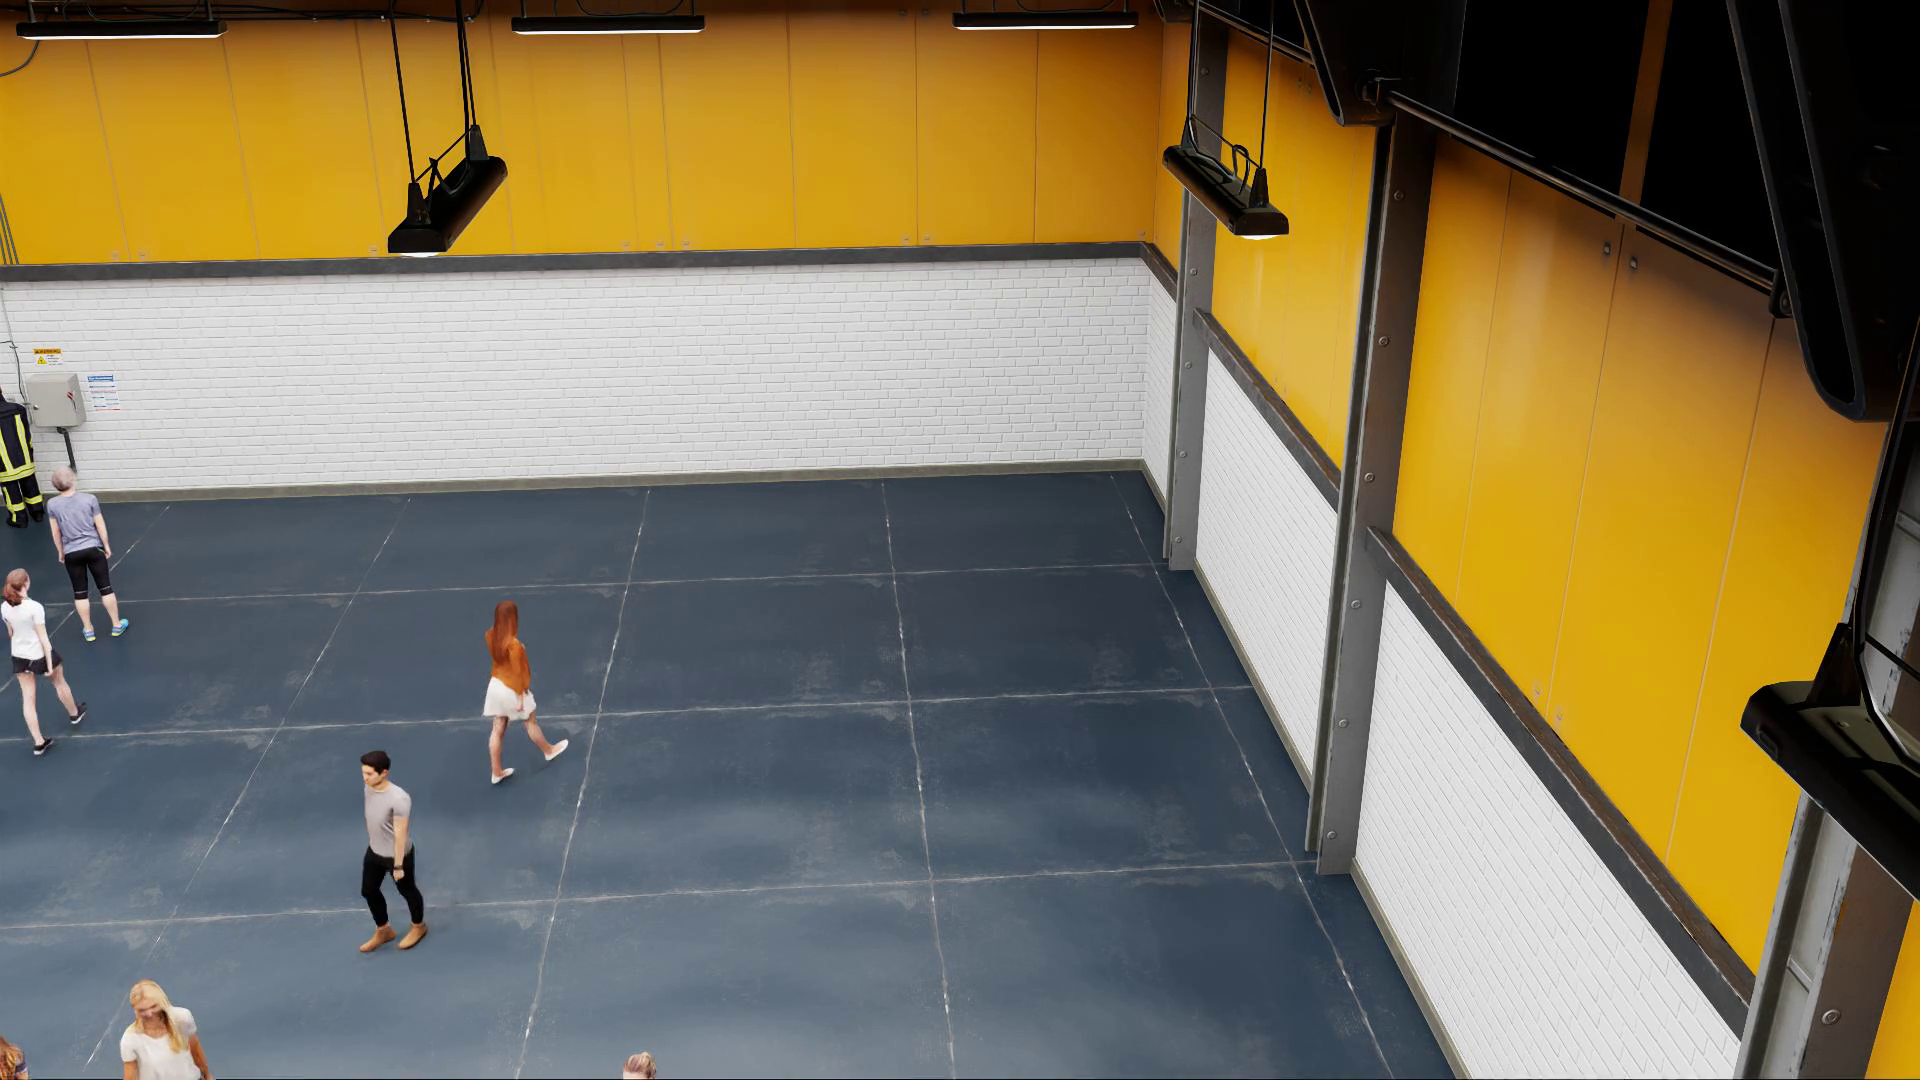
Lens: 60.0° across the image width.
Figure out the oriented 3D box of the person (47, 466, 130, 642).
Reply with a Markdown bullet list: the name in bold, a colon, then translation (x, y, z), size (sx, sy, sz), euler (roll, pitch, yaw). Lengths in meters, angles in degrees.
- **person**: translation (-9.065, 0.137, 17.211), size (0.710, 1.885, 0.677), euler (-8, 25, -19)

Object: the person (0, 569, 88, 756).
- **person**: translation (-8.473, 1.140, 15.128), size (0.559, 1.716, 0.999), euler (-2, 24, -5)

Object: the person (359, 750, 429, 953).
- **person**: translation (-4.204, 2.291, 12.501), size (0.823, 1.710, 0.887), euler (15, 28, 31)

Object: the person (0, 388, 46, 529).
- **person**: translation (-11.429, -1.051, 20.008), size (0.918, 1.821, 0.848), euler (17, 29, 33)

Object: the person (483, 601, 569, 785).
- **person**: translation (-4.042, 1.374, 14.633), size (1.007, 1.684, 1.116), euler (14, 27, 30)

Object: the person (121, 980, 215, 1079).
- **person**: translation (-4.809, 3.329, 10.055), size (1.101, 1.767, 1.270), euler (-21, 31, -39)
